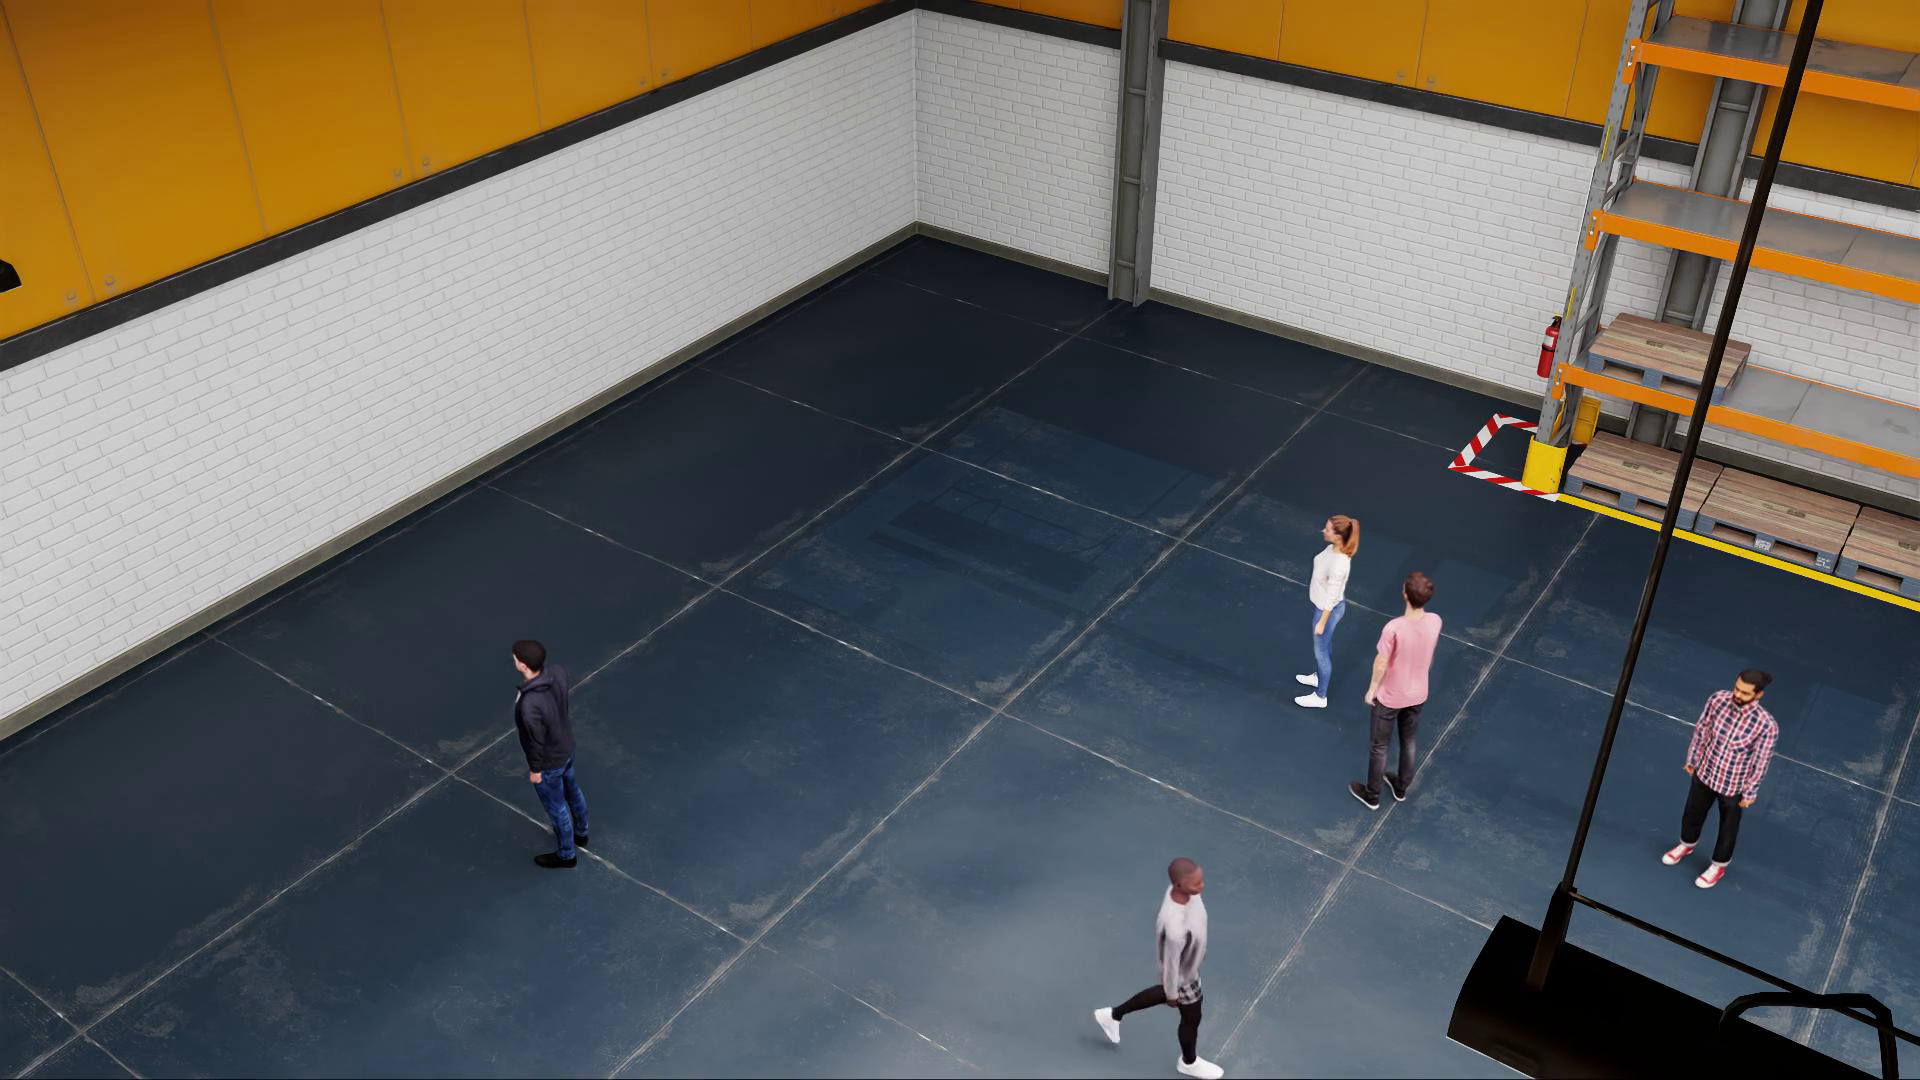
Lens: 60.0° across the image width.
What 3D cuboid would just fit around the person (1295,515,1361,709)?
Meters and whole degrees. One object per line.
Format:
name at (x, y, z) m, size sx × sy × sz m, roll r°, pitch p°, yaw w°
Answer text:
person at (2.858, 0.536, 12.917) m, size 0.664 × 1.720 × 0.681 m, roll 7°, pitch 34°, yaw 10°

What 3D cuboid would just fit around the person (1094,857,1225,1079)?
person at (1.225, 2.518, 9.904) m, size 1.145 × 1.756 × 0.889 m, roll 7°, pitch 34°, yaw 11°

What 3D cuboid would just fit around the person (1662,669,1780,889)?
person at (5.205, 1.583, 11.310) m, size 0.812 × 1.756 × 0.642 m, roll -22°, pitch 40°, yaw -30°

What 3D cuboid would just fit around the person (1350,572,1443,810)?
person at (3.145, 1.086, 11.874) m, size 0.701 × 1.958 × 0.718 m, roll -13°, pitch 36°, yaw -19°

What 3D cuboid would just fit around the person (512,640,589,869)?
person at (-2.792, 1.452, 11.382) m, size 0.719 × 1.894 × 0.750 m, roll 7°, pitch 34°, yaw 10°
